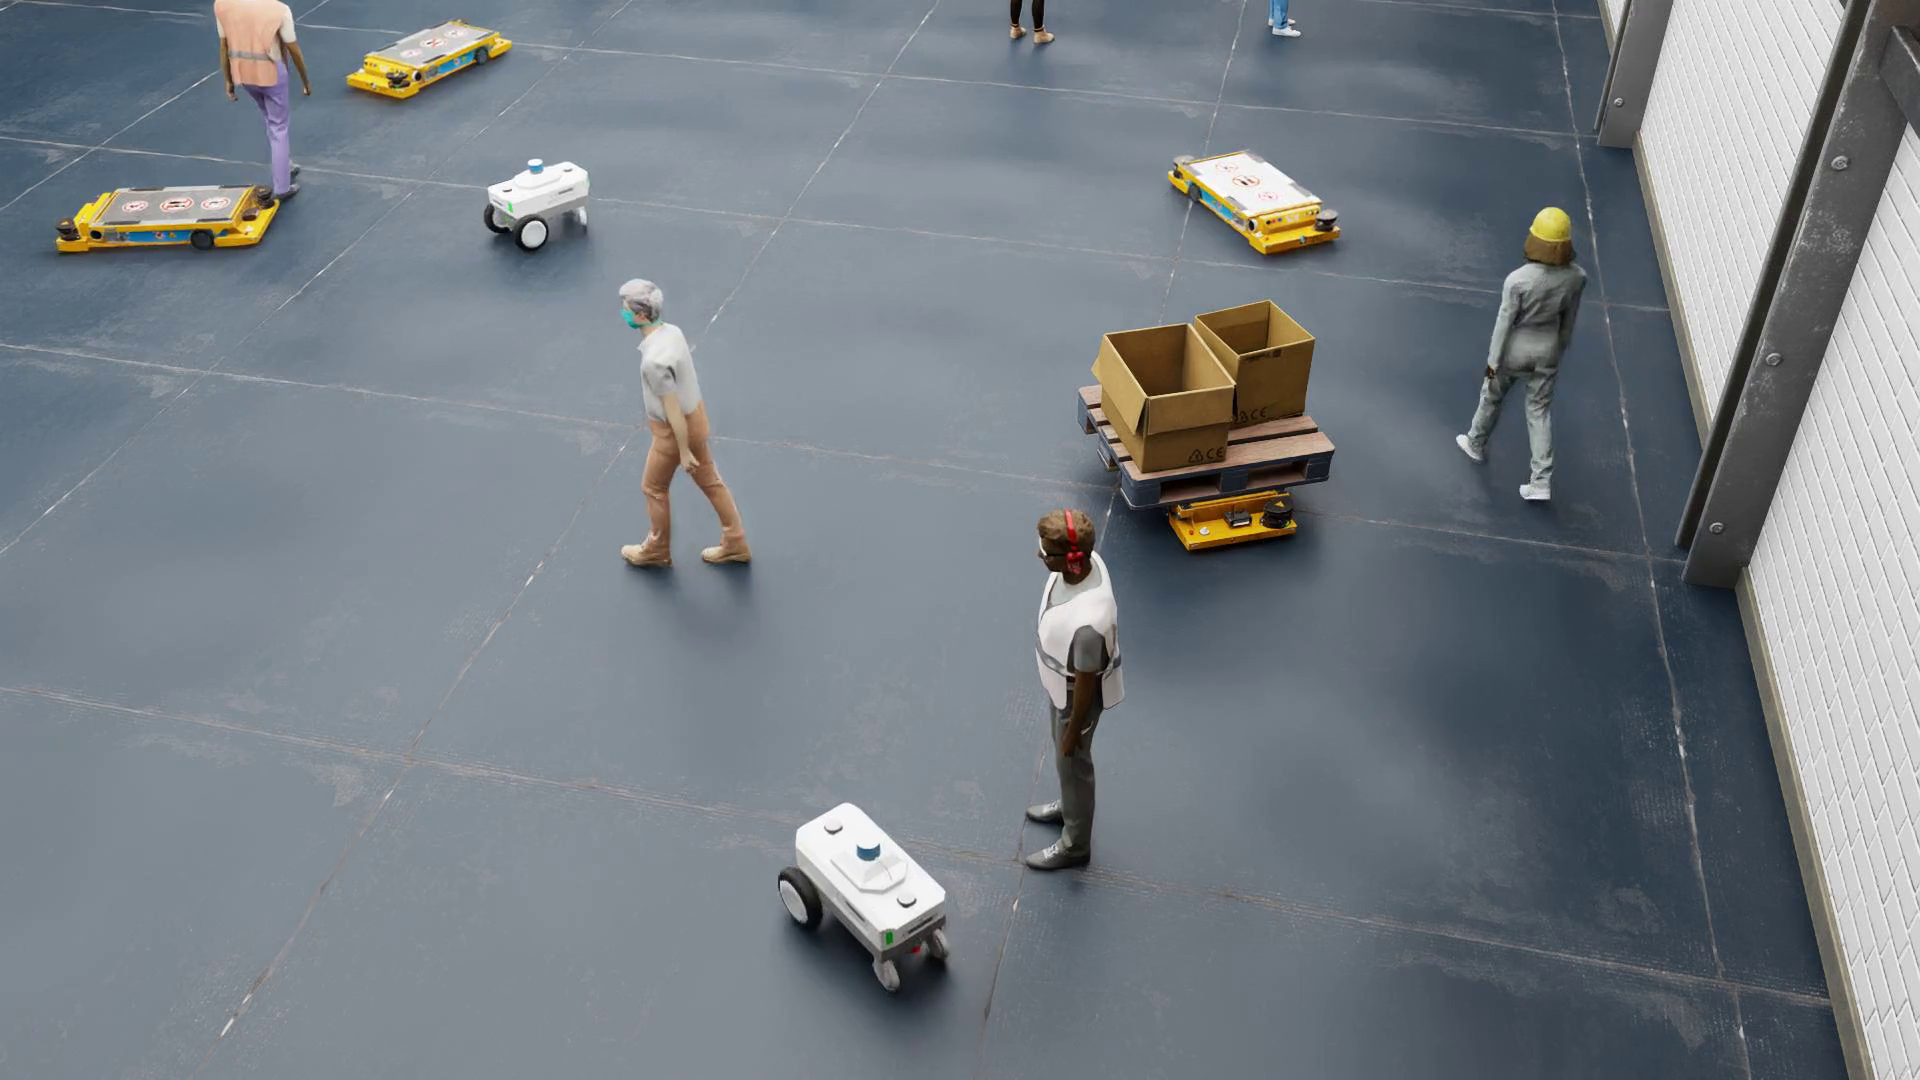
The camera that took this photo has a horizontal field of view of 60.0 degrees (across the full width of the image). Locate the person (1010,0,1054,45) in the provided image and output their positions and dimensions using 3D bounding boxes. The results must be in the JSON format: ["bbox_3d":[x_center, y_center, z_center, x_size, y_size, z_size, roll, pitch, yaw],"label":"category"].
[{"bbox_3d":[0.650,-5.423,15.278,0.536,1.698,0.321,23,43,28],"label":"person"}]

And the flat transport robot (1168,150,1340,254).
[{"bbox_3d":[2.230,-2.611,12.713,0.659,0.231,1.431,-15,39,-19],"label":"flat transport robot"}]

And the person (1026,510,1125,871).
[{"bbox_3d":[0.484,0.633,7.069,0.408,1.833,0.562,-3,37,-3],"label":"person"}]

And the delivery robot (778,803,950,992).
[{"bbox_3d":[-0.378,1.466,7.012,0.499,0.587,0.777,-26,44,-30],"label":"delivery robot"}]

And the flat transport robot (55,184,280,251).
[{"bbox_3d":[-5.913,-2.404,12.436,1.431,0.231,0.659,-3,37,-3],"label":"flat transport robot"}]

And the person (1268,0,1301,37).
[{"bbox_3d":[3.074,-5.595,15.487,0.365,1.729,0.489,1,37,2],"label":"person"}]

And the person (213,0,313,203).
[{"bbox_3d":[-5.220,-3.519,12.633,0.589,1.810,0.718,5,37,6],"label":"person"}]

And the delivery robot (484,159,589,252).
[{"bbox_3d":[-3.133,-2.506,12.346,0.781,0.610,0.525,-29,46,-33],"label":"delivery robot"}]

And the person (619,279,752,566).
[{"bbox_3d":[-1.537,-0.577,8.786,0.819,1.697,0.501,5,37,6],"label":"person"}]

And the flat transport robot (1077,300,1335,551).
[{"bbox_3d":[1.396,-0.455,9.828,0.659,0.231,1.431,-9,38,-12],"label":"flat transport robot"}]

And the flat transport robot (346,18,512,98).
[{"bbox_3d":[-4.798,-4.374,15.072,0.659,0.231,1.431,19,41,23],"label":"flat transport robot"}]

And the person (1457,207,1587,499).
[{"bbox_3d":[3.242,-1.048,9.435,0.508,1.709,0.818,-4,37,-5],"label":"person"}]
